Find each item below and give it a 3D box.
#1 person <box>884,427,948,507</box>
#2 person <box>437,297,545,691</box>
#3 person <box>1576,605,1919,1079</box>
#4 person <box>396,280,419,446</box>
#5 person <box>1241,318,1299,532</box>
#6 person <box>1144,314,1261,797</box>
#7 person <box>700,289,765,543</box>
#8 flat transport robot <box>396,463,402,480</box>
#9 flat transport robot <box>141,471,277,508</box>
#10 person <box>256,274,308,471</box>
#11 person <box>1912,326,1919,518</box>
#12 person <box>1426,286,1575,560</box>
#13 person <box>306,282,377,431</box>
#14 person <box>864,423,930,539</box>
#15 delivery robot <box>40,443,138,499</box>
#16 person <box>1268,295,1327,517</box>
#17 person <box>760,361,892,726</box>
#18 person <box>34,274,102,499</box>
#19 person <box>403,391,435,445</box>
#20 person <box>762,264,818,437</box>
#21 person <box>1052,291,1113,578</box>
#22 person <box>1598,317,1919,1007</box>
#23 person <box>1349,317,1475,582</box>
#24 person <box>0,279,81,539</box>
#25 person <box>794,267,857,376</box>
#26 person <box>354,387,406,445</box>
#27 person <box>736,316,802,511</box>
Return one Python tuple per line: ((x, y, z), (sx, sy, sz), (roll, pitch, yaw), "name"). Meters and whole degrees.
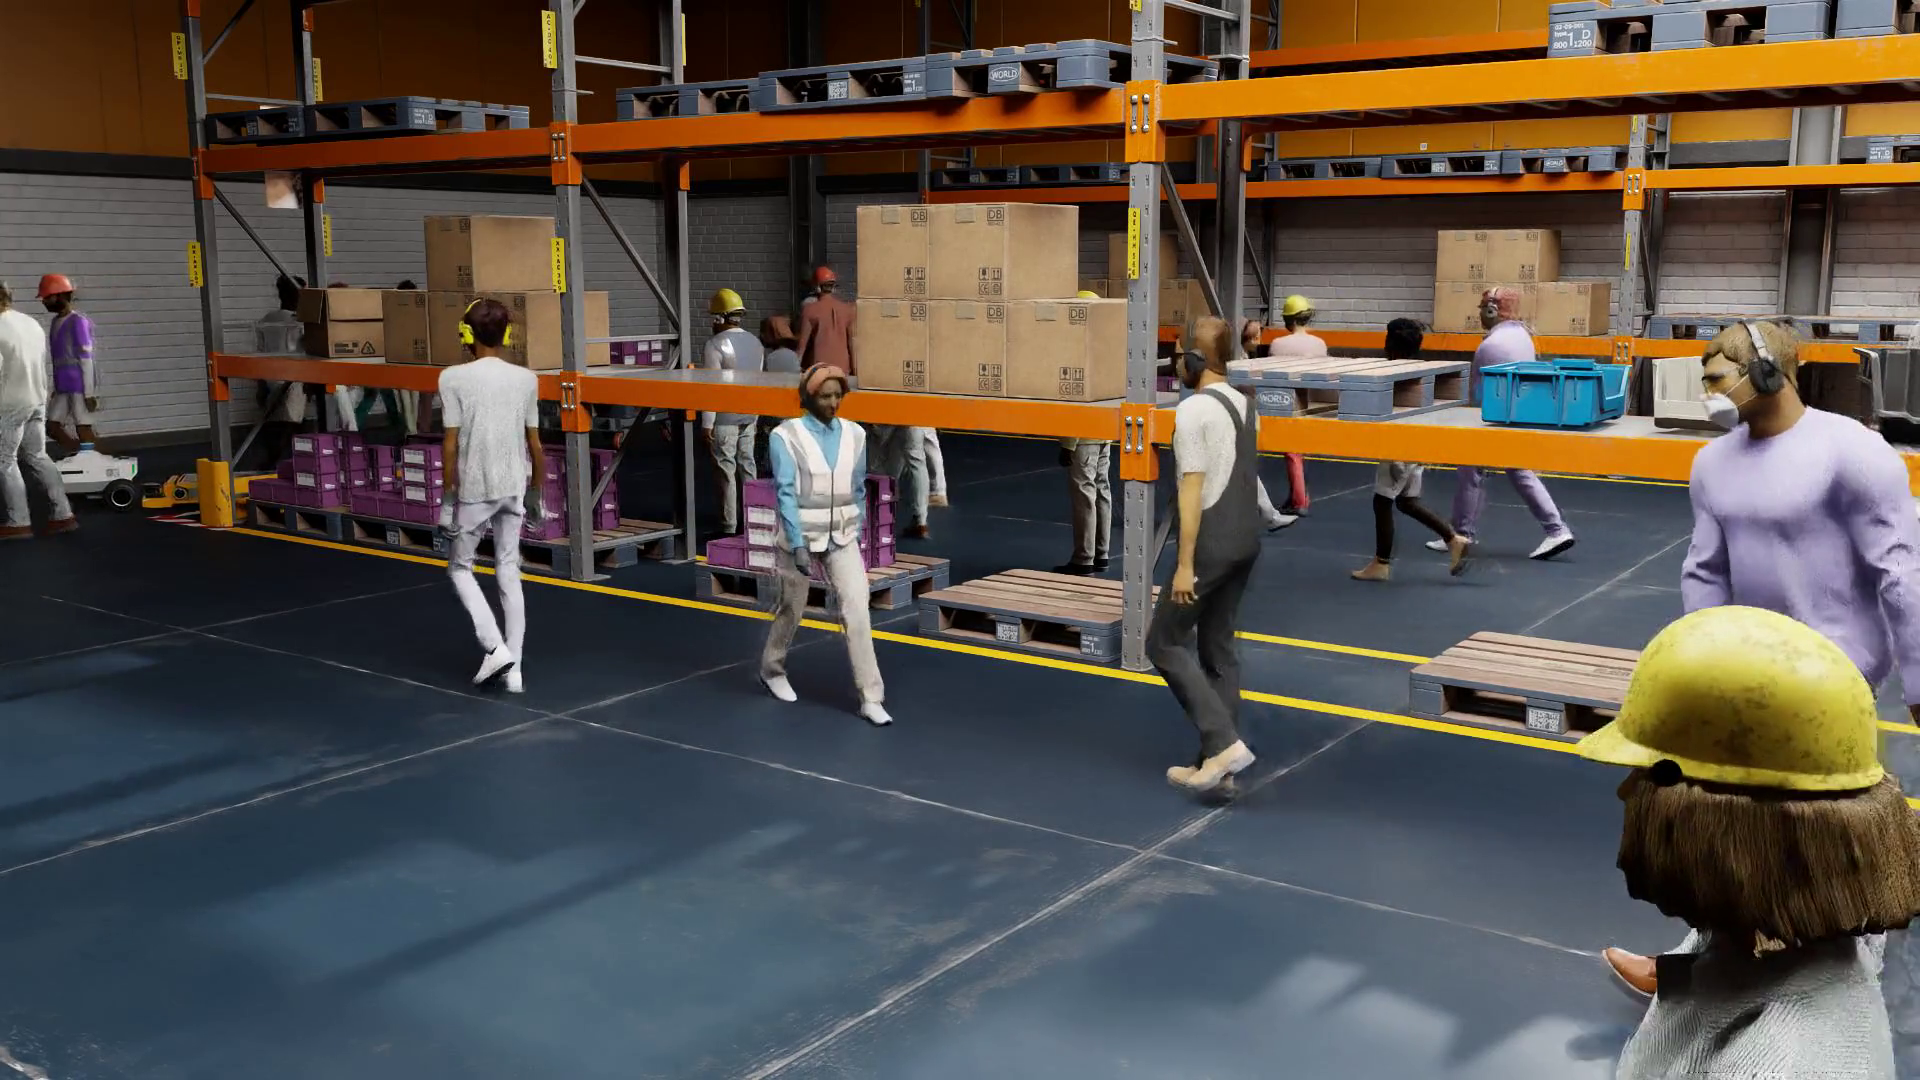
((-0.487, -1.174, 13.702), (0.865, 1.804, 0.637), (1, 10, 7), "person")
((-2.213, -0.202, 7.795), (0.560, 1.853, 0.390), (-8, 13, -40), "person")
((0.802, 0.906, 1.623), (0.815, 1.712, 0.493), (5, 11, 26), "person")
((-5.717, -1.784, 17.332), (0.557, 1.814, 0.907), (-5, 11, -27), "person")
((2.089, -0.826, 12.270), (0.877, 1.586, 0.559), (3, 10, 17), "person")
((0.938, 0.075, 6.261), (0.451, 1.817, 0.562), (8, 13, 40), "person")
((-1.655, -0.884, 11.960), (0.403, 1.826, 0.596), (6, 11, 31), "person")
((-4.758, -0.566, 14.671), (1.431, 0.197, 0.652), (-7, 12, -36), "flat transport robot")
((-6.035, -0.441, 13.928), (1.431, 0.197, 0.652), (-4, 10, -21), "flat transport robot")
((-5.921, -1.386, 14.706), (0.611, 1.912, 1.005), (5, 11, 27), "person")
((7.507, -1.083, 13.012), (0.475, 1.859, 0.560), (8, 12, 38), "person")
((3.744, -0.793, 11.322), (0.965, 1.857, 0.653), (9, 13, 44), "person")
((-5.791, -1.476, 15.460), (0.982, 1.843, 0.621), (6, 11, 31), "person")
((-0.499, -0.982, 12.343), (0.635, 1.882, 1.018), (-5, 11, -26), "person")
((-7.013, -0.539, 13.388), (0.707, 0.478, 0.477), (-4, 10, -24), "delivery robot")
((2.635, -1.065, 13.273), (0.535, 1.747, 0.622), (-5, 11, -29), "person")
((-0.645, -0.005, 7.399), (0.509, 1.592, 0.841), (-6, 11, -32), "person")
((-7.570, -1.299, 14.168), (0.564, 1.916, 0.447), (8, 12, 38), "person")
((-5.641, -1.899, 17.848), (0.664, 1.871, 0.750), (6, 11, 33), "person")
((-1.678, -2.088, 18.472), (1.032, 2.000, 0.689), (4, 10, 22), "person")
((0.799, -0.670, 10.644), (0.404, 1.833, 0.589), (5, 11, 29), "person")
((2.157, 0.361, 4.396), (0.867, 1.872, 0.683), (-2, 10, -9), "person")
((2.845, -0.548, 10.383), (0.663, 1.678, 0.537), (5, 11, 28), "person")
((-6.834, -0.941, 12.072), (0.459, 1.923, 0.672), (1, 10, 8), "person")
((-1.411, -1.748, 16.736), (0.644, 1.951, 0.977), (-7, 12, -37), "person")
((-6.404, -1.890, 18.262), (0.895, 1.721, 0.531), (-6, 11, -34), "person")
((-1.473, -0.912, 12.795), (0.830, 1.593, 0.523), (3, 10, 15), "person")
